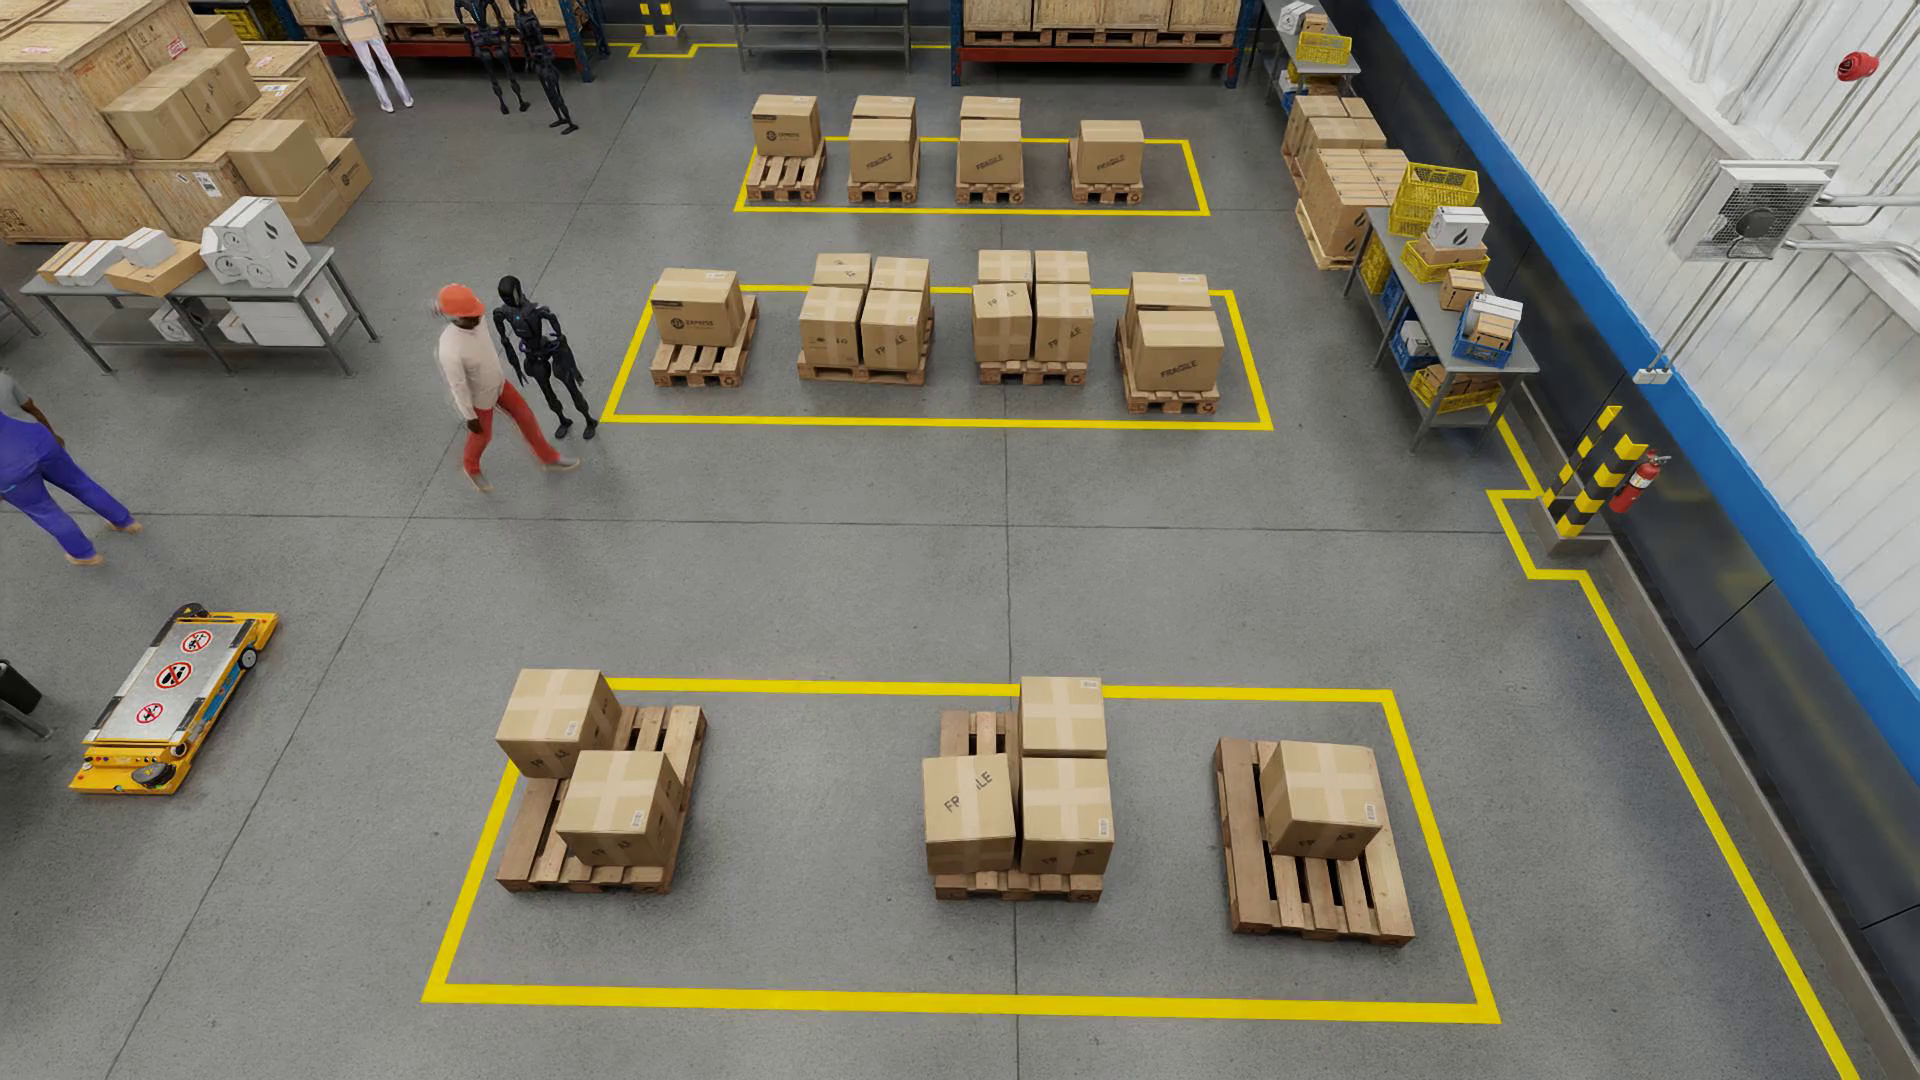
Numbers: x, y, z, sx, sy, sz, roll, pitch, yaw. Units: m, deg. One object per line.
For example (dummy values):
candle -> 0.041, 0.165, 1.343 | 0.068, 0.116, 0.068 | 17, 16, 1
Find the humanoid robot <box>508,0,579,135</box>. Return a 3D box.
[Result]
humanoid robot -> -5.253, -5.980, 11.502 | 0.579, 1.652, 0.306 | 34, 57, 25

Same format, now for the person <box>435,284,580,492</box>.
person -> -3.819, -1.195, 7.275 | 0.824, 1.962, 0.646 | 2, 50, 2

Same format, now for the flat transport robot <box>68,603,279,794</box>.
flat transport robot -> -5.504, 1.072, 6.442 | 0.652, 0.197, 1.431 | 1, 50, 1

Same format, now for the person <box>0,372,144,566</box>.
person -> -6.992, -0.625, 6.736 | 0.536, 2.000, 0.679 | 13, 51, 11

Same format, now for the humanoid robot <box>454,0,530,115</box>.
humanoid robot -> -6.083, -6.422, 11.867 | 0.587, 1.660, 0.329 | -13, 51, -11

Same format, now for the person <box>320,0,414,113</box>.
person -> -7.706, -6.527, 11.812 | 0.587, 1.913, 0.395 | -28, 55, -22

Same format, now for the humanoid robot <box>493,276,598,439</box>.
humanoid robot -> -3.491, -1.499, 7.712 | 0.562, 1.650, 0.357 | -1, 50, -1
